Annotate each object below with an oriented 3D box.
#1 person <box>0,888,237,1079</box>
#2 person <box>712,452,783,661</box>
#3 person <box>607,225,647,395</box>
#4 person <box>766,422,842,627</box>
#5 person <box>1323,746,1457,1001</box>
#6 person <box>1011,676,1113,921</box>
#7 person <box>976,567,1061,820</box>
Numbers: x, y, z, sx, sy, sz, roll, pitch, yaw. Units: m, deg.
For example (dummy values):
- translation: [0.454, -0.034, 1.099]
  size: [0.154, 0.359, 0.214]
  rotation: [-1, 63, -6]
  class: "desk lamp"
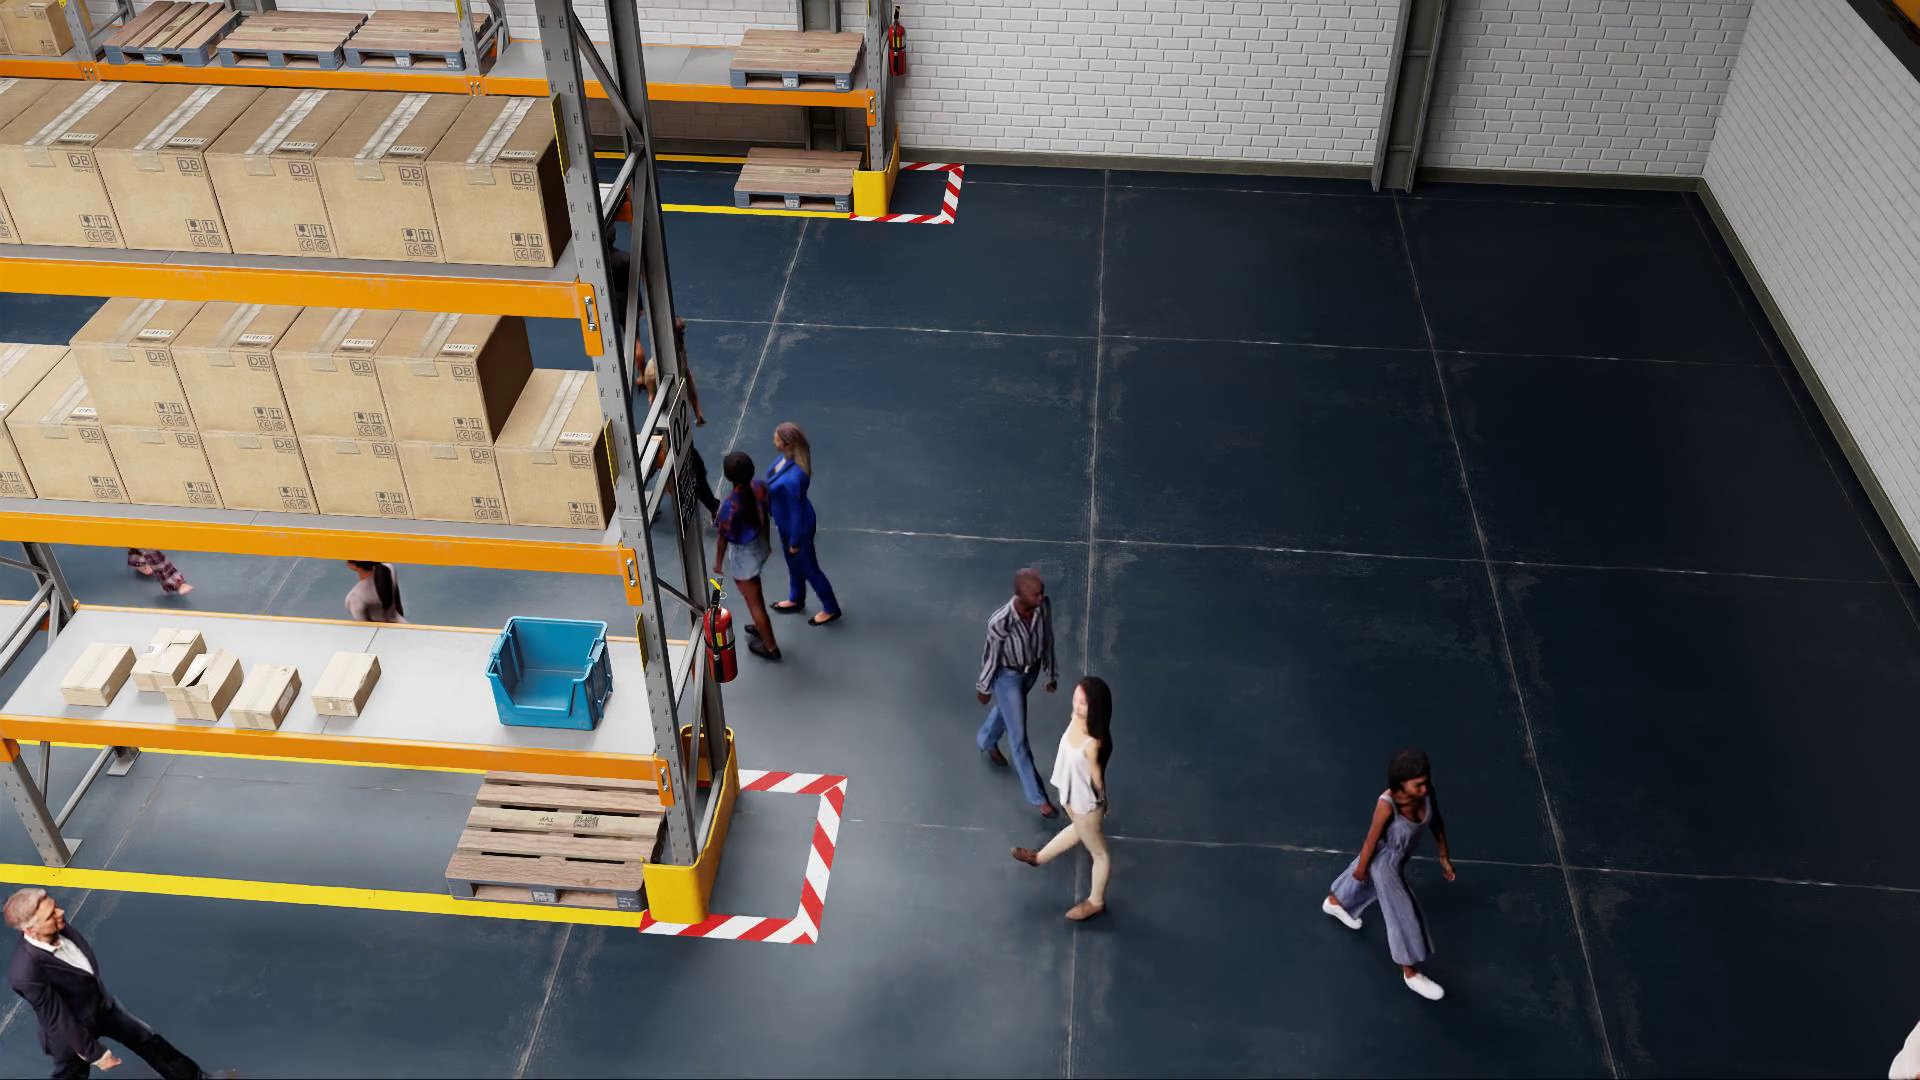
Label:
- translation: [-4.531, 2.420, 8.380]
  size: [1.180, 1.769, 0.774]
  rotation: [-2, 39, -2]
  class: "person"
- translation: [-1.357, 0.157, 11.247]
  size: [0.751, 1.729, 0.710]
  rotation: [21, 43, 24]
  class: "person"
- translation: [-2.872, -1.934, 13.936]
  size: [0.633, 1.640, 0.707]
  rotation: [-7, 39, -8]
  class: "person"
- translation: [-1.090, -0.121, 11.601]
  size: [0.811, 1.721, 0.736]
  rotation: [-6, 39, -8]
  class: "person"
- translation: [2.339, 1.733, 9.343]
  size: [1.062, 1.642, 1.159]
  rotation: [-31, 48, -33]
  class: "person"
- translation: [0.600, 1.504, 9.639]
  size: [0.889, 1.630, 0.807]
  rotation: [-5, 39, -6]
  class: "person"
- translation: [0.280, 0.827, 10.388]
  size: [1.115, 1.753, 1.199]
  rotation: [-28, 47, -31]
  class: "person"
